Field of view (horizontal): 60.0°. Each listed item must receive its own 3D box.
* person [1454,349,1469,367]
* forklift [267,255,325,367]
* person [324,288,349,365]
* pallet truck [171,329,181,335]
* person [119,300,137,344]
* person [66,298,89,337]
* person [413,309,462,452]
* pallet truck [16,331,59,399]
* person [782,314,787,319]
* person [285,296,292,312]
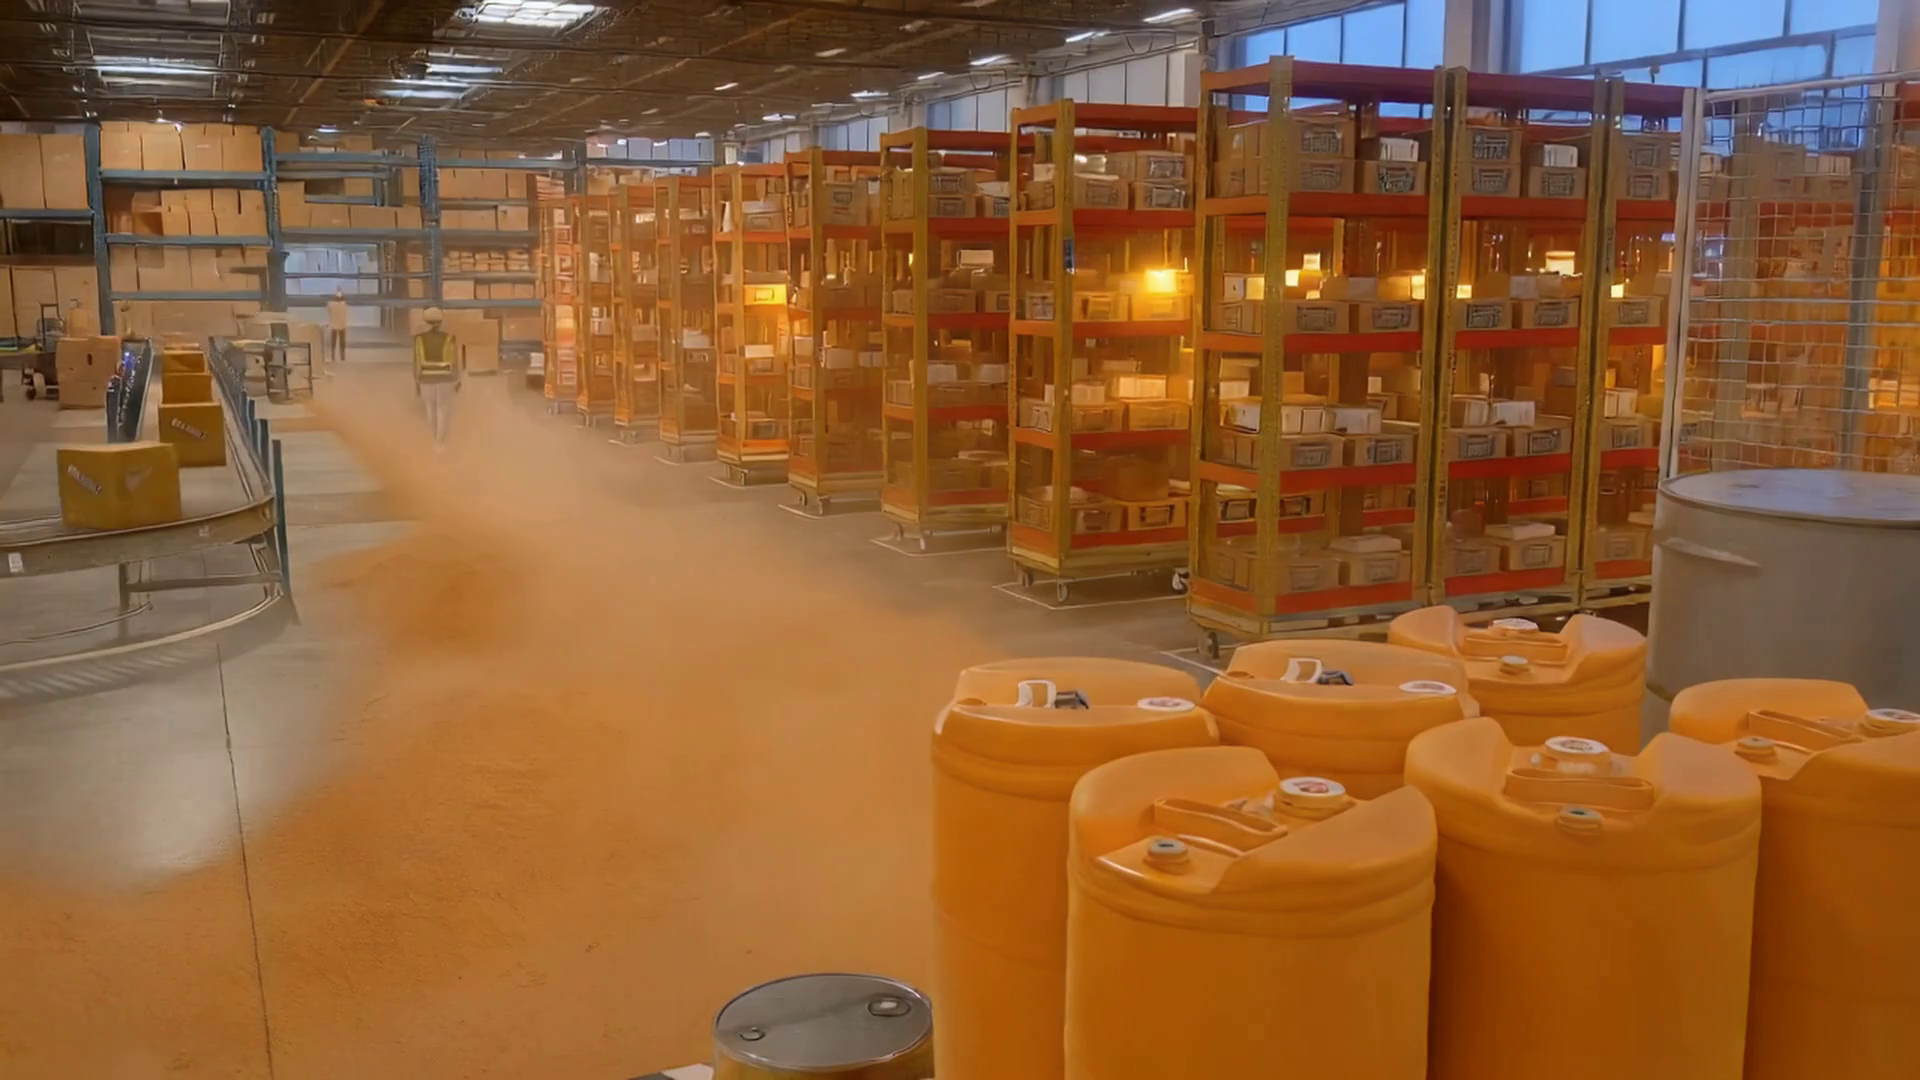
[{"bbox_3d":[5.802,-1.680,19.860,0.579,1.799,0.994,0,9,-1],"label":"person"},{"bbox_3d":[-16.620,-5.565,40.617,1.873,2.768,1.129,-4,10,-25],"label":"forklift"},{"bbox_3d":[-16.192,-5.548,43.248,0.618,1.993,0.396,-8,12,-42],"label":"person"},{"bbox_3d":[-17.275,-3.851,35.096,1.601,1.201,0.680,0,9,1],"label":"pallet truck"},{"bbox_3d":[-20.566,-5.052,41.017,0.904,1.718,0.565,-4,10,-25],"label":"person"},{"bbox_3d":[-20.241,-4.636,38.136,0.404,1.826,0.593,3,10,18],"label":"person"},{"bbox_3d":[-7.056,-2.164,22.513,0.606,1.899,0.979,-1,9,-5],"label":"person"},{"bbox_3d":[-17.082,-3.353,31.781,1.630,1.274,0.653,-4,10,-25],"label":"pallet truck"},{"bbox_3d":[-3.509,-4.215,35.515,0.591,1.826,0.404,-1,9,-7],"label":"person"},{"bbox_3d":[-19.345,-6.174,47.754,0.568,1.790,0.618,-9,13,-43],"label":"person"}]
